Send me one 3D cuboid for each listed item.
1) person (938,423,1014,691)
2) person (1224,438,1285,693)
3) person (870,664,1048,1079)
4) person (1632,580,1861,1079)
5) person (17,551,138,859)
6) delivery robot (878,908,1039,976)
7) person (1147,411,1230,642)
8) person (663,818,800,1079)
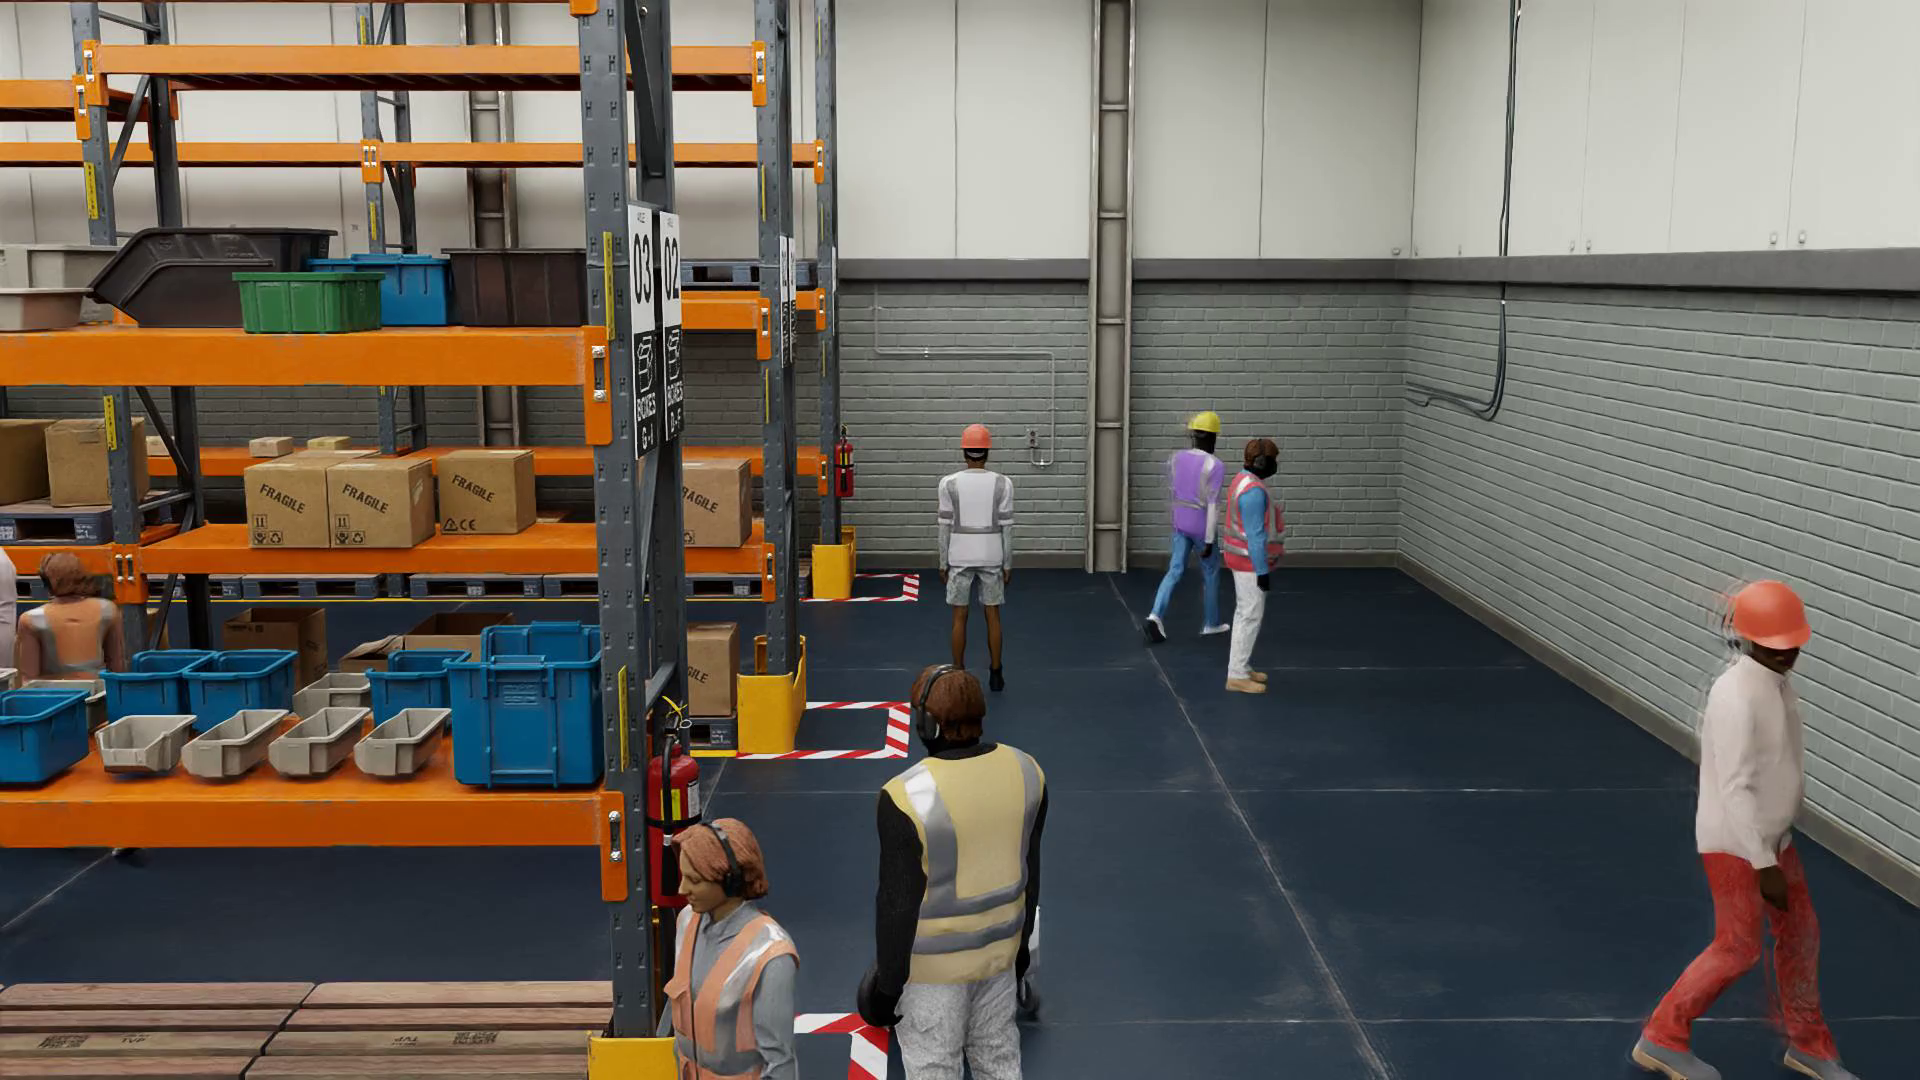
[{"bbox_3d":[0.112,0.128,11.974,0.544,1.936,0.372,0,9,-1],"label":"person"},{"bbox_3d":[2.118,0.179,11.986,0.429,1.829,0.636,1,9,7],"label":"person"},{"bbox_3d":[-0.024,1.287,5.151,0.634,1.839,0.429,-8,12,-39],"label":"person"},{"bbox_3d":[2.919,1.097,6.077,0.724,1.950,0.630,8,12,41],"label":"person"},{"bbox_3d":[-4.534,0.853,8.559,0.813,1.613,0.519,9,13,43],"label":"person"},{"bbox_3d":[0.003,1.630,6.685,0.477,0.478,0.707,8,12,39],"label":"delivery robot"},{"bbox_3d":[1.880,-0.108,13.565,0.925,1.895,0.596,-8,13,-42],"label":"person"},{"bbox_3d":[-0.584,1.517,4.385,0.313,1.631,0.525,-8,12,-40],"label":"person"}]
